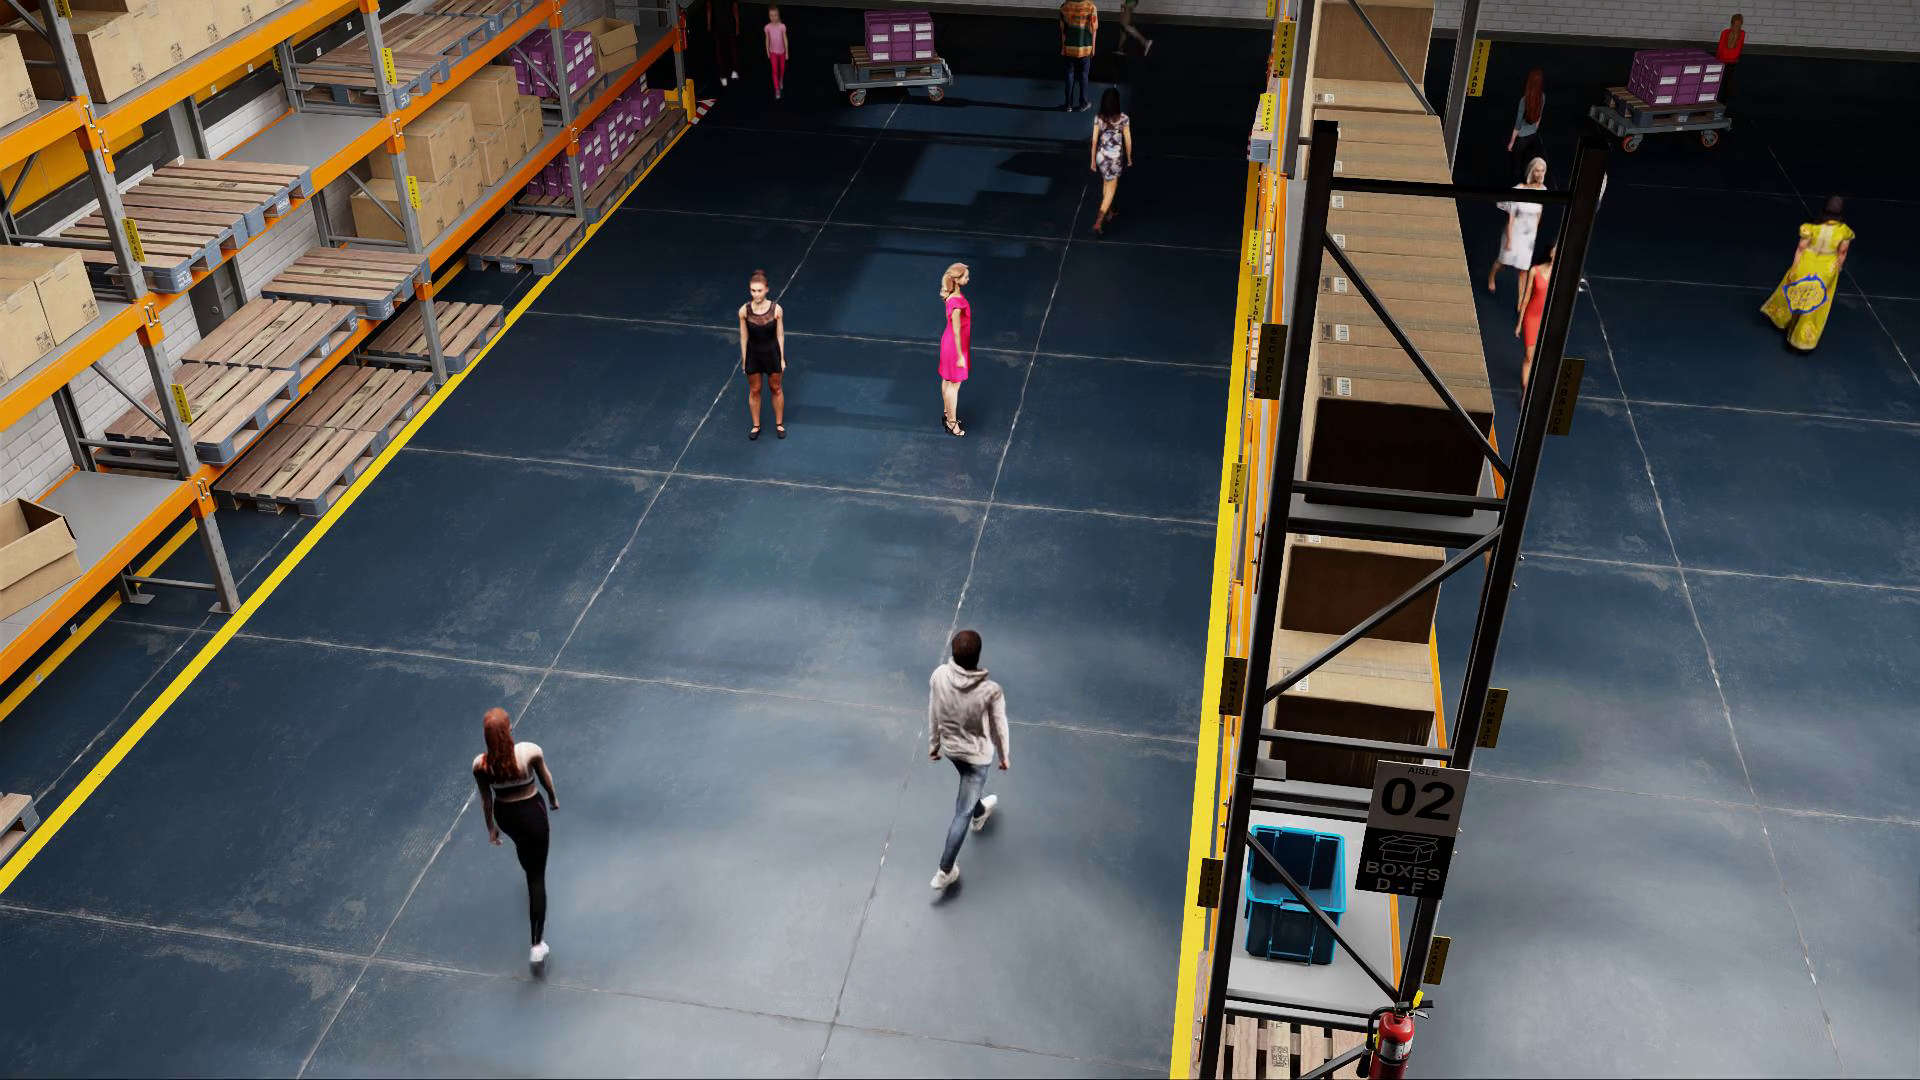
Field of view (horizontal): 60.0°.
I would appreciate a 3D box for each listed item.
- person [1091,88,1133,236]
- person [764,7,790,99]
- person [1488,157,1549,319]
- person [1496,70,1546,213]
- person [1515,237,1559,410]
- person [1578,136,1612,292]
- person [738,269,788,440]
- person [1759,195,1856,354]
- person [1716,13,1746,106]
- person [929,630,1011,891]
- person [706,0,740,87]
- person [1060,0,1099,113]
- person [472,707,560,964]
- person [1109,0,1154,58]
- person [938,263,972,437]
[{"bbox_3d":[1.745,-4.440,19.651,0.820,1.702,1.149,16,37,23],"label":"person"},{"bbox_3d":[-2.640,-7.074,24.021,0.680,1.250,0.948,-6,34,-9],"label":"person"},{"bbox_3d":[5.982,-3.311,17.942,0.741,1.712,1.127,-2,34,-3],"label":"person"},{"bbox_3d":[6.859,-4.855,20.238,0.676,1.742,0.716,-17,37,-24],"label":"person"},{"bbox_3d":[5.659,-2.150,16.206,0.627,1.701,0.963,4,34,6],"label":"person"},{"bbox_3d":[6.926,-3.631,18.409,0.689,1.729,0.519,14,36,21],"label":"person"},{"bbox_3d":[-1.840,-1.733,15.602,0.634,1.675,0.628,-2,34,-4],"label":"person"},{"bbox_3d":[8.781,-2.700,17.102,0.930,1.624,1.196,12,35,17],"label":"person"},{"bbox_3d":[10.917,-6.846,23.650,0.508,1.281,0.526,2,34,3],"label":"person"},{"bbox_3d":[0.002,1.427,10.725,0.937,1.811,1.334,15,36,21],"label":"person"},{"bbox_3d":[-3.444,-7.494,24.188,0.724,1.764,0.743,-6,34,-9],"label":"person"},{"bbox_3d":[1.649,-6.912,23.274,0.684,1.807,0.634,5,34,7],"label":"person"},{"bbox_3d":[-2.690,1.813,10.248,0.854,1.696,1.273,-4,34,-7],"label":"person"},{"bbox_3d":[2.641,-8.153,25.301,0.851,1.630,0.995,17,37,24],"label":"person"},{"bbox_3d":[-0.061,-1.812,15.674,0.695,1.727,0.566,-4,34,-5],"label":"person"}]
